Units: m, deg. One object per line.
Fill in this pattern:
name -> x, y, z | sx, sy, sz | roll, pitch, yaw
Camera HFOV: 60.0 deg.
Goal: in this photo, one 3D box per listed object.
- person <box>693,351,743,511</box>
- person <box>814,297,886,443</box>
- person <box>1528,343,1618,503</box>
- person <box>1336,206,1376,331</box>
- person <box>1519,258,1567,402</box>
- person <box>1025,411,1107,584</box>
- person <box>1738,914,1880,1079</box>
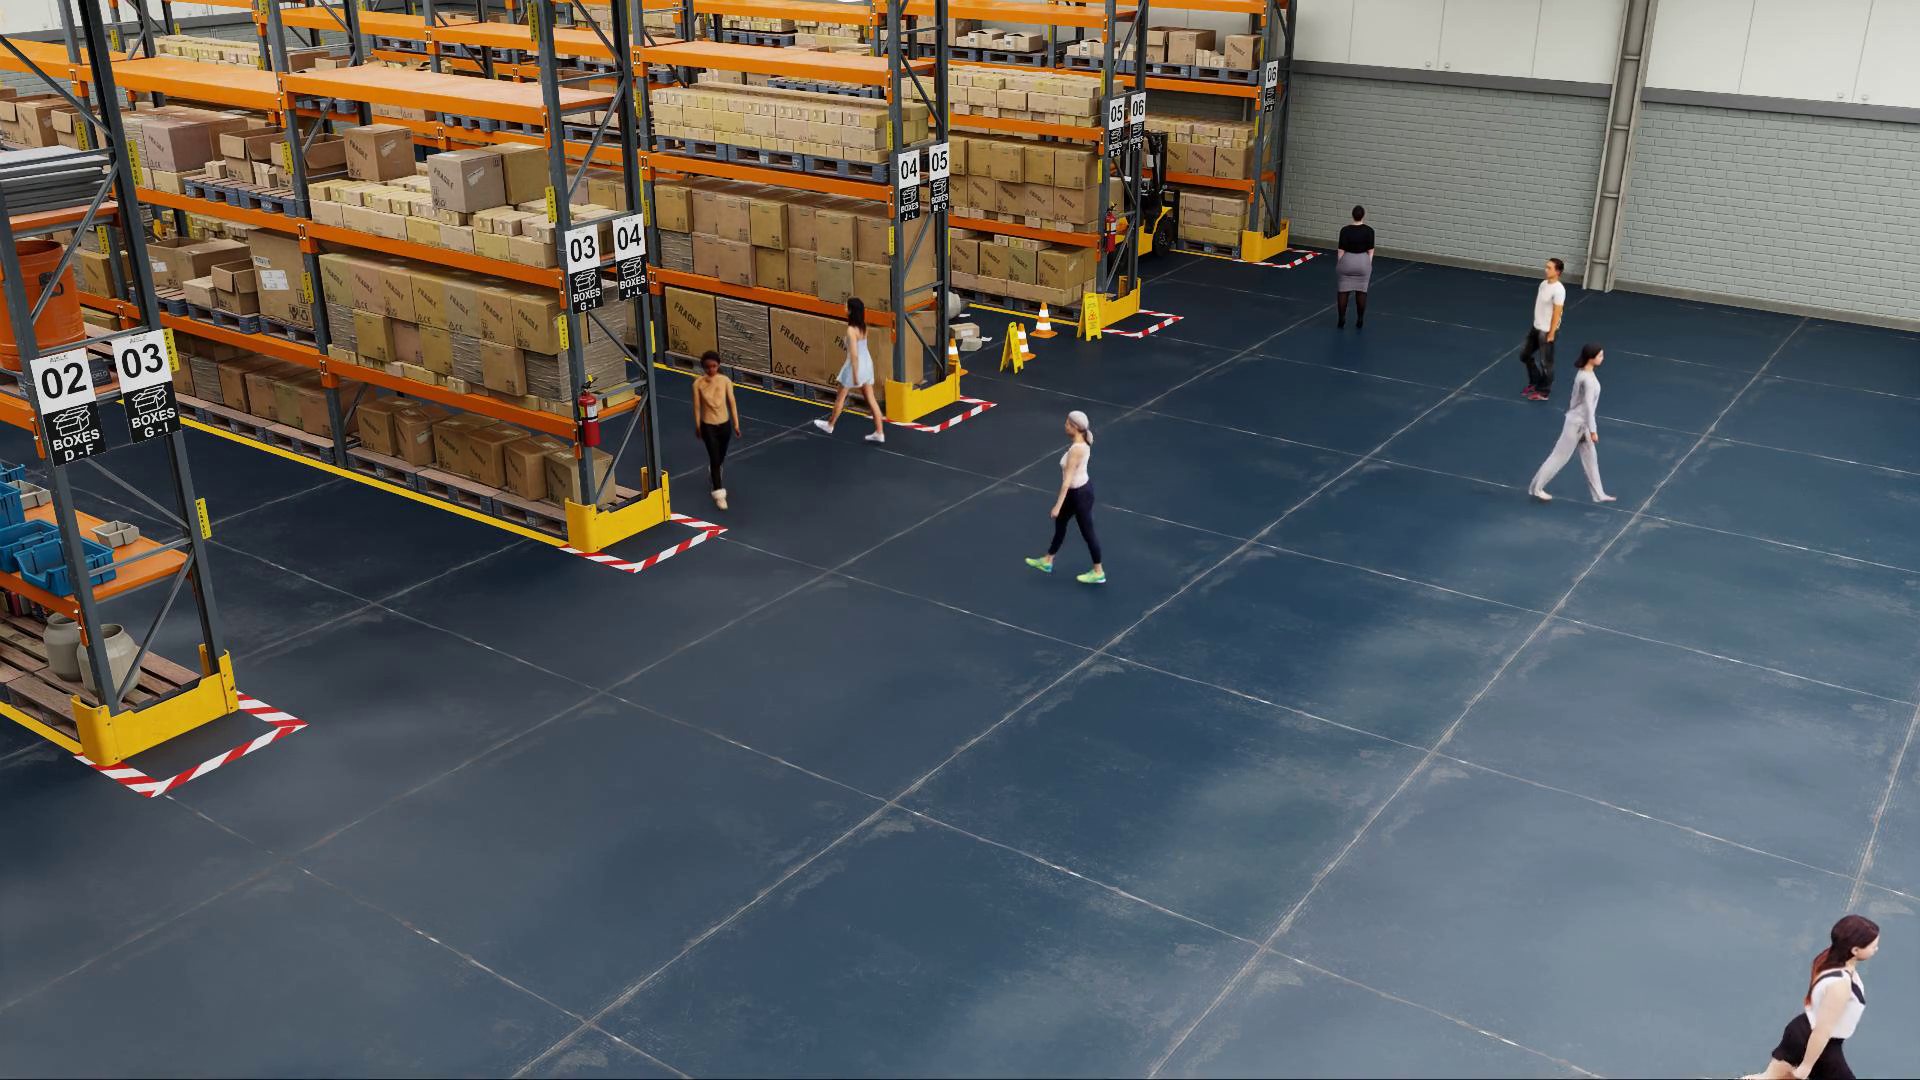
person -> -2.586, -1.211, 17.541 | 1.005, 1.631, 1.183 | -9, 25, -20
person -> -1.091, -1.925, 19.154 | 1.158, 1.682, 0.707 | 10, 25, 22
person -> 6.350, -1.180, 17.355 | 1.183, 1.718, 0.830 | 8, 24, 17
person -> 5.607, -3.872, 23.635 | 0.711, 1.758, 0.823 | 3, 23, 8
person -> 7.340, -2.613, 20.621 | 0.834, 1.801, 0.759 | -6, 24, -13
person -> 1.197, -0.368, 15.502 | 1.115, 1.674, 0.901 | 3, 23, 8
person -> 4.286, 2.620, 8.565 | 1.202, 1.605, 0.847 | 6, 24, 13
